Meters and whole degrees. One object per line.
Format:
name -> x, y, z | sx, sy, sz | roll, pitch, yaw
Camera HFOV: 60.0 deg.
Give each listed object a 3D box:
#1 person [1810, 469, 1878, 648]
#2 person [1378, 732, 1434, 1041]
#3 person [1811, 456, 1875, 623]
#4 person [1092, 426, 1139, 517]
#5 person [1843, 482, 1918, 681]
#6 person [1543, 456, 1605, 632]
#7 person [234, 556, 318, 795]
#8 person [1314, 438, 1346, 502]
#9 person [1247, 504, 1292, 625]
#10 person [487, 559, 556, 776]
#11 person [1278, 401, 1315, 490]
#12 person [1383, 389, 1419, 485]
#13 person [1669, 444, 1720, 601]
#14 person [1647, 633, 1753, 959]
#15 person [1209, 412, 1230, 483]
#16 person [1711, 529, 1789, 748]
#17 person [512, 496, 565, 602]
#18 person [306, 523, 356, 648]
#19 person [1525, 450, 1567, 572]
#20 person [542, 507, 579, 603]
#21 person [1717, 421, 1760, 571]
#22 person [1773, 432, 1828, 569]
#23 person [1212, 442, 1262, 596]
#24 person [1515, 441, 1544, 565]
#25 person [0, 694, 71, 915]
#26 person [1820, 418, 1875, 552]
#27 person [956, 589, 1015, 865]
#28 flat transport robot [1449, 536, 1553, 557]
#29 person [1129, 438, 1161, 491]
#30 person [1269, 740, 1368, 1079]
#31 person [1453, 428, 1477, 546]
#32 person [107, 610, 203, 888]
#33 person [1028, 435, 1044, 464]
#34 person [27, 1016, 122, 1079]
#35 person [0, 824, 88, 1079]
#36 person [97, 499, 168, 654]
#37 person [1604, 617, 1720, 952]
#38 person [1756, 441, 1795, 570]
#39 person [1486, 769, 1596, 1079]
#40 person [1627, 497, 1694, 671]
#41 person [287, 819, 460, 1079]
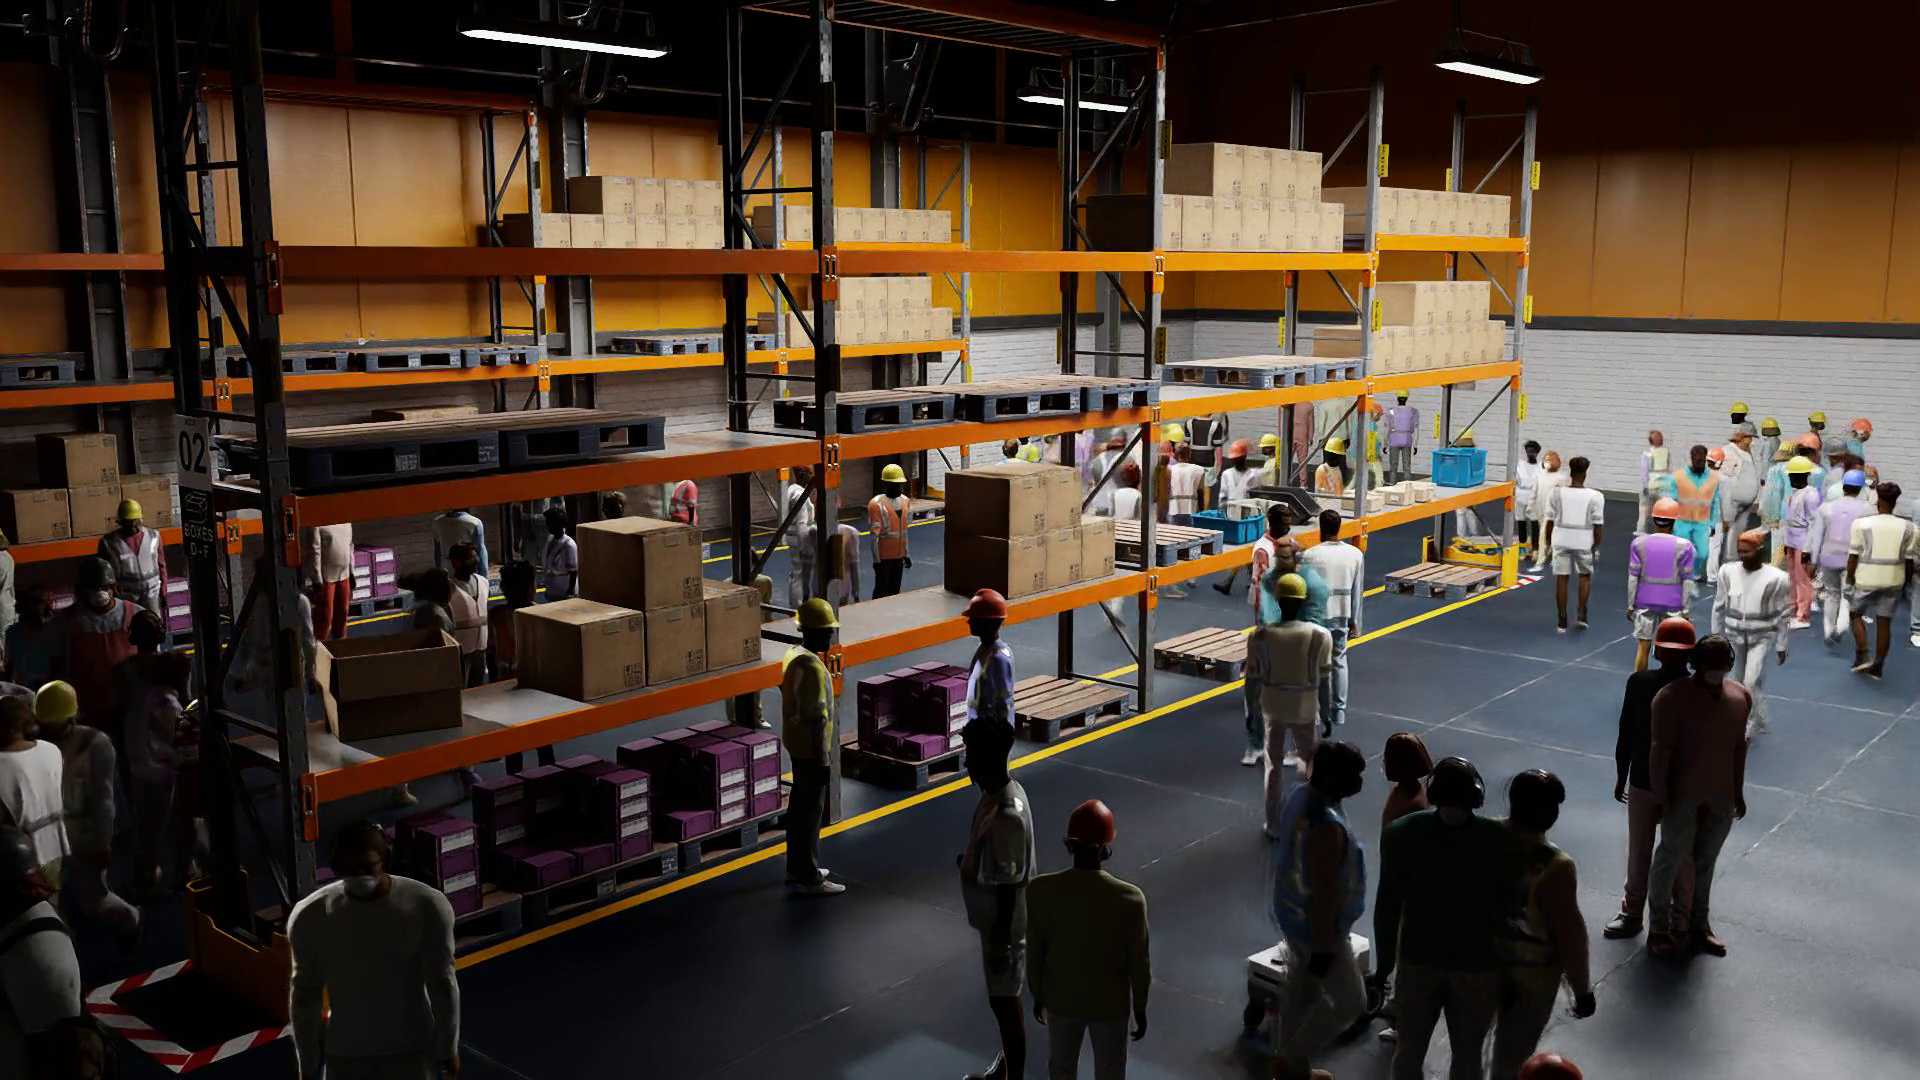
person -> 9.237, 0.219, 17.386 | 0.653, 1.913, 0.769 | 8, 12, 38
person -> 2.324, 1.804, 8.727 | 0.270, 1.632, 0.504 | 0, 10, 2
person -> 10.098, -0.043, 19.047 | 0.596, 1.880, 0.932 | -5, 11, -27
person -> 2.014, -0.457, 21.014 | 0.698, 2.000, 0.539 | 9, 13, 43
person -> 8.940, 0.395, 16.202 | 0.630, 1.944, 0.447 | 2, 10, 13
person -> 6.761, 0.035, 18.358 | 0.625, 1.946, 0.637 | 4, 10, 22
person -> -5.246, 1.023, 12.710 | 0.612, 1.860, 0.595 | 4, 10, 21
person -> 4.543, -0.301, 20.442 | 0.388, 1.920, 0.590 | 6, 11, 31
person -> 2.818, 0.608, 15.069 | 0.413, 1.906, 0.604 | 6, 11, 30
person -> -3.139, 1.095, 11.985 | 0.600, 1.960, 0.374 | 2, 10, 14
person -> 5.980, -1.832, 29.608 | 0.643, 1.913, 0.410 | 2, 10, 10
person -> 7.557, -1.659, 28.528 | 0.594, 1.926, 0.367 | 1, 10, 7
person -> 8.771, -0.207, 19.930 | 0.609, 1.898, 0.452 | 1, 10, 8
person -> 4.320, 1.483, 9.739 | 0.633, 1.936, 0.355 | -2, 10, -12
person -> 4.724, -1.985, 30.719 | 0.505, 1.844, 0.730 | 2, 10, 14
person -> 6.673, 0.808, 14.016 | 0.617, 1.863, 0.711 | 9, 13, 44
person -> -4.696, -0.039, 18.508 | 0.605, 2.045, 0.383 | 1, 10, 9
person -> -6.167, 0.345, 16.404 | 0.422, 1.983, 0.614 | 3, 10, 18
person -> 7.808, -0.397, 21.962 | 0.764, 1.607, 0.502 | -5, 11, -27
person -> -3.911, 0.508, 16.288 | 0.320, 1.693, 0.531 | -9, 13, -42
person -> 10.080, -0.558, 21.619 | 0.720, 2.000, 0.534 | -9, 13, -42
person -> 10.155, -0.302, 20.183 | 0.872, 2.017, 0.617 | -8, 12, -39
person -> 3.427, -0.270, 20.401 | 0.595, 1.871, 1.038 | 8, 13, 41
person -> 7.644, -0.496, 22.383 | 0.549, 1.658, 0.817 | 4, 10, 24
person -> -4.969, 1.705, 8.750 | 0.550, 1.820, 0.580 | 2, 10, 14
person -> 12.208, -0.692, 22.747 | 1.045, 1.941, 0.629 | 4, 10, 24
person -> 0.177, 1.274, 10.973 | 0.354, 1.942, 0.545 | -2, 10, -12
flat transport robot -> 7.494, 0.094, 22.997 | 1.431, 0.197, 0.652 | -1, 10, -9
person -> 2.611, -0.715, 22.955 | 0.643, 1.910, 0.399 | 3, 10, 17
person -> 1.729, 1.831, 8.001 | 0.442, 1.819, 0.724 | 0, 10, 2
person -> 7.152, -0.727, 23.606 | 0.493, 1.715, 0.443 | -4, 10, -23
person -> -5.211, 1.360, 10.790 | 0.505, 1.839, 0.344 | -1, 10, -7
person -> 1.226, -1.439, 27.761 | 0.322, 1.742, 0.493 | 7, 12, 37
person -> -2.535, 2.295, 4.922 | 0.631, 1.932, 0.374 | -1, 10, -3
person -> -3.512, 2.032, 6.154 | 0.537, 2.000, 0.675 | -7, 12, -36
person -> -7.916, 0.501, 15.960 | 0.586, 1.824, 0.406 | -8, 13, -41
person -> 4.173, 1.433, 9.860 | 0.375, 1.997, 0.612 | -8, 13, -41
person -> 10.760, -0.440, 21.859 | 0.572, 1.720, 0.505 | -2, 10, -12
person -> 2.610, 1.916, 7.495 | 0.629, 1.825, 0.640 | -3, 10, -17
person -> 6.367, 0.576, 15.150 | 0.544, 1.939, 0.372 | 5, 11, 29
person -> -2.307, 2.017, 6.589 | 0.636, 1.930, 0.372 | -1, 10, -8
